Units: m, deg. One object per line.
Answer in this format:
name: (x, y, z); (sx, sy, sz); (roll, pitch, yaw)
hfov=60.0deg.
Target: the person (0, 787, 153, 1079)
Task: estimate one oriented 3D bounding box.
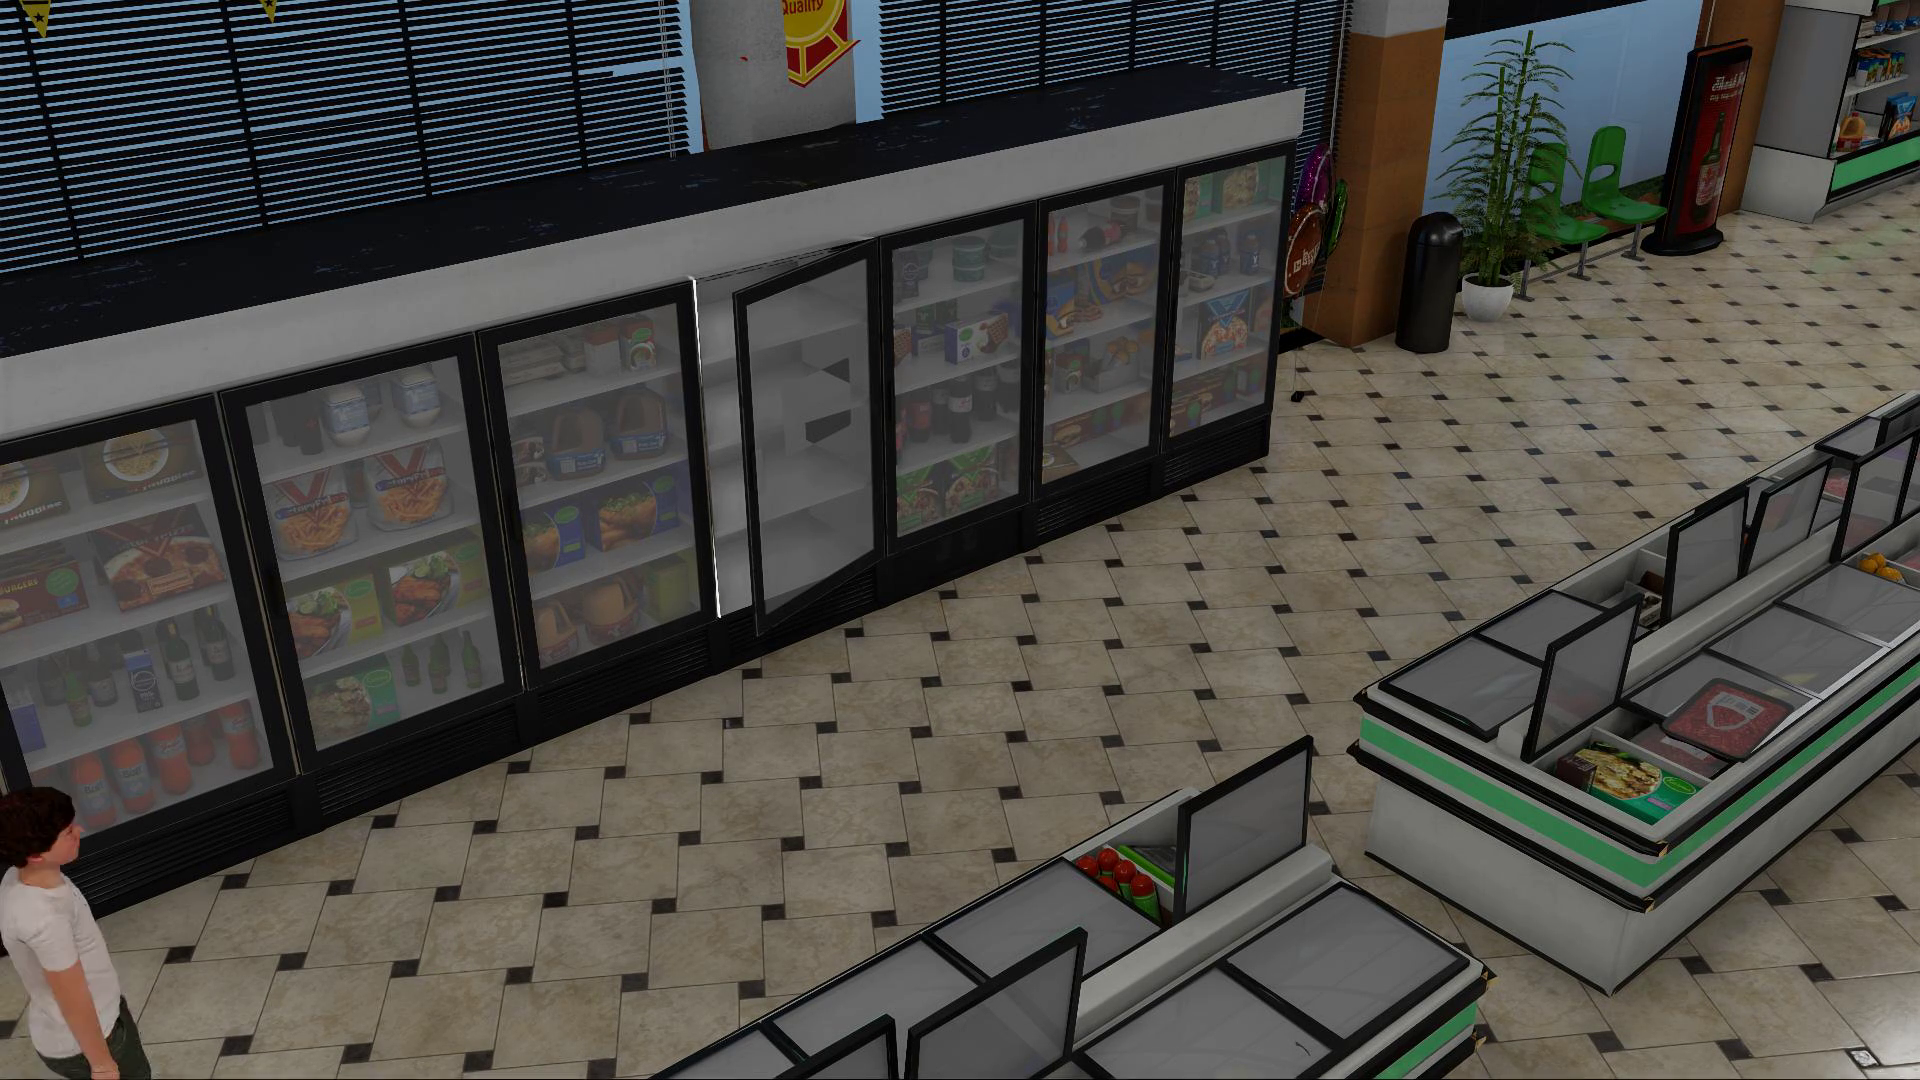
person: (-2.611, 1.447, 4.802); (0.904, 1.639, 0.644); (-15, 31, -27)
